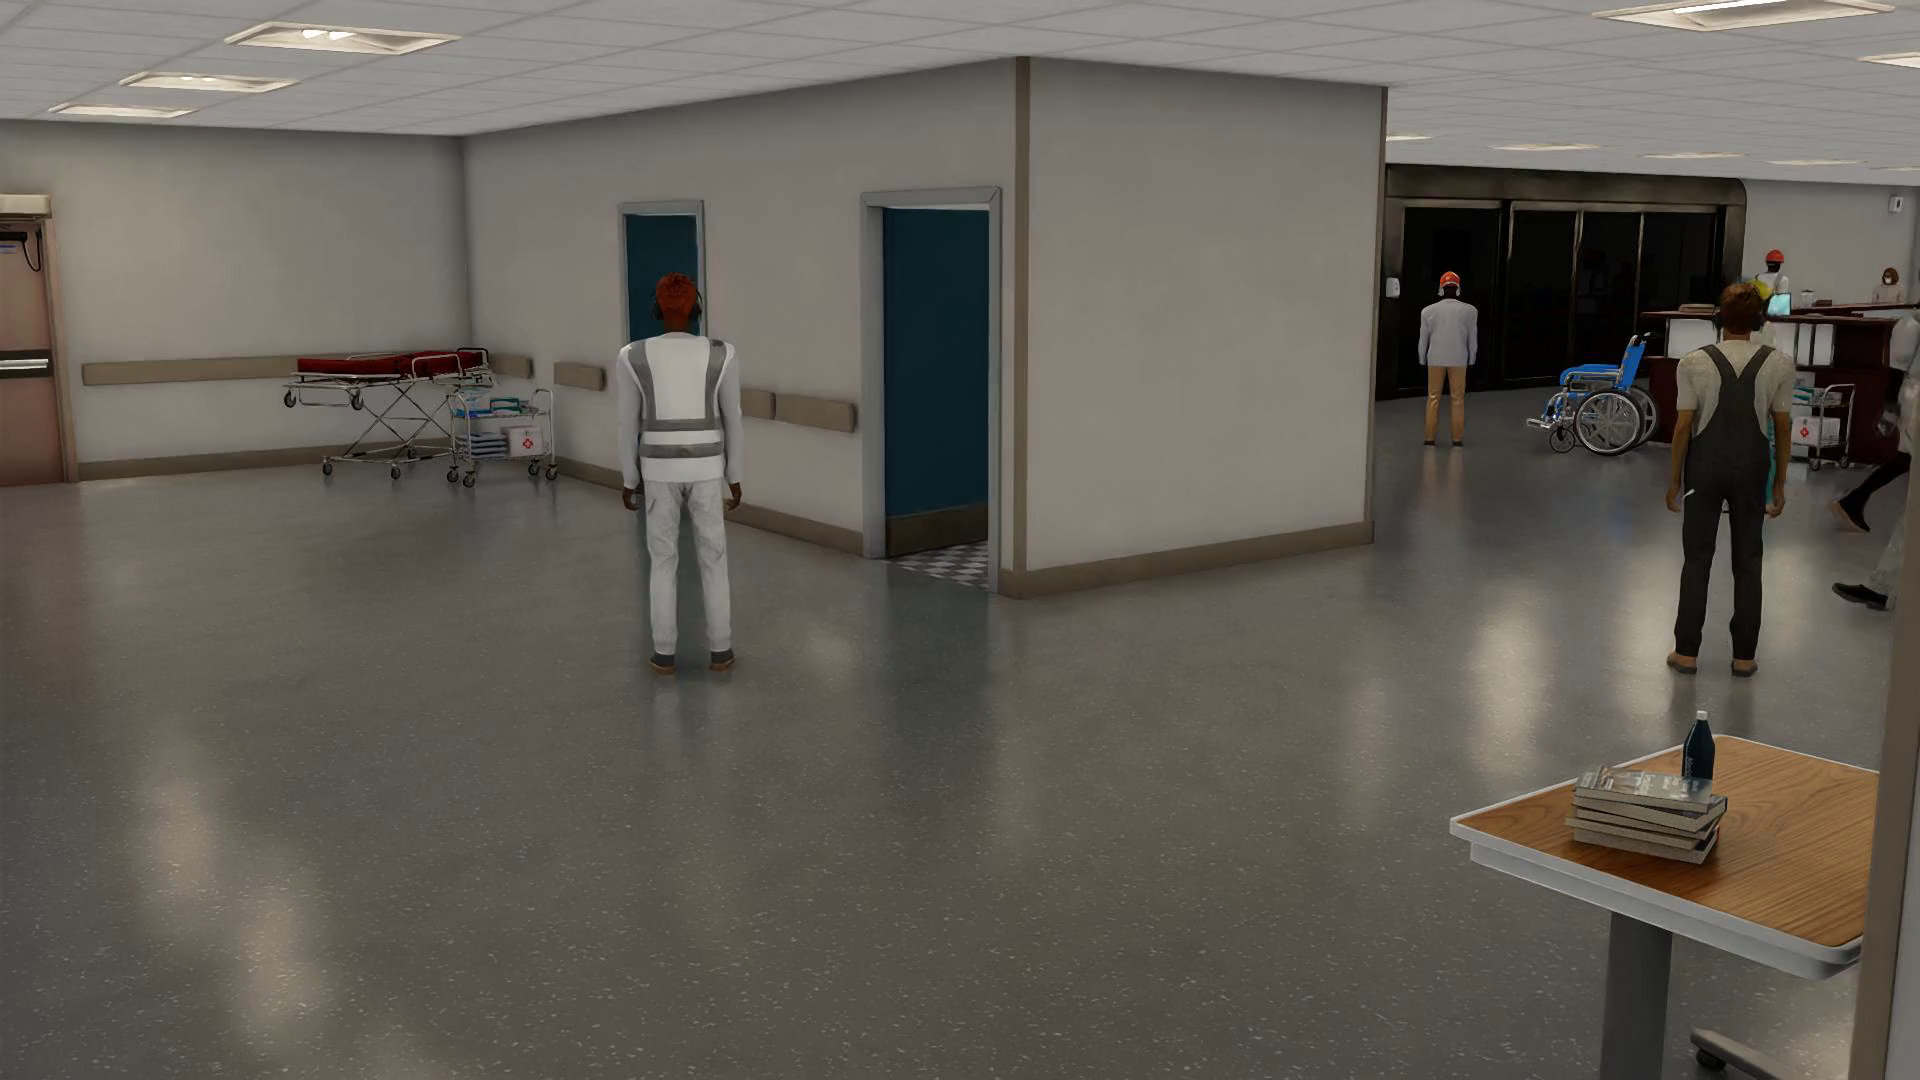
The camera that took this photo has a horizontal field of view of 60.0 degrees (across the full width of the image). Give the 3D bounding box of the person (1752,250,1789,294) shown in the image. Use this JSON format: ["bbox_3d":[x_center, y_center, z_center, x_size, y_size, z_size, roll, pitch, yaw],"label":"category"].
[{"bbox_3d":[11.672,-3.211,24.006,0.393,1.929,0.546,-7,12,-34],"label":"person"}]

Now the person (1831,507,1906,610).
[{"bbox_3d":[5.288,-0.443,8.895,0.927,1.786,0.602,5,11,26],"label":"person"}]

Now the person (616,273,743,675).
[{"bbox_3d":[-1.308,-0.303,7.826,0.576,1.880,0.354,-2,10,-11],"label":"person"}]

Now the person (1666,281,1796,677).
[{"bbox_3d":[3.582,-0.276,7.772,0.513,1.845,0.335,3,11,16],"label":"person"}]

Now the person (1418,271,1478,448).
[{"bbox_3d":[4.843,-1.789,16.535,0.564,1.743,0.352,3,11,16],"label":"person"}]

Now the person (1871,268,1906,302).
[{"bbox_3d":[15.046,-3.602,27.007,0.502,1.632,0.287,10,14,44],"label":"person"}]

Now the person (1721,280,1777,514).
[{"bbox_3d":[5.861,-1.051,12.398,0.565,1.749,0.529,3,11,15],"label":"person"}]

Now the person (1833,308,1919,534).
[{"bbox_3d":[6.414,-0.929,11.250,0.620,1.923,0.957,-7,12,-33],"label":"person"}]
